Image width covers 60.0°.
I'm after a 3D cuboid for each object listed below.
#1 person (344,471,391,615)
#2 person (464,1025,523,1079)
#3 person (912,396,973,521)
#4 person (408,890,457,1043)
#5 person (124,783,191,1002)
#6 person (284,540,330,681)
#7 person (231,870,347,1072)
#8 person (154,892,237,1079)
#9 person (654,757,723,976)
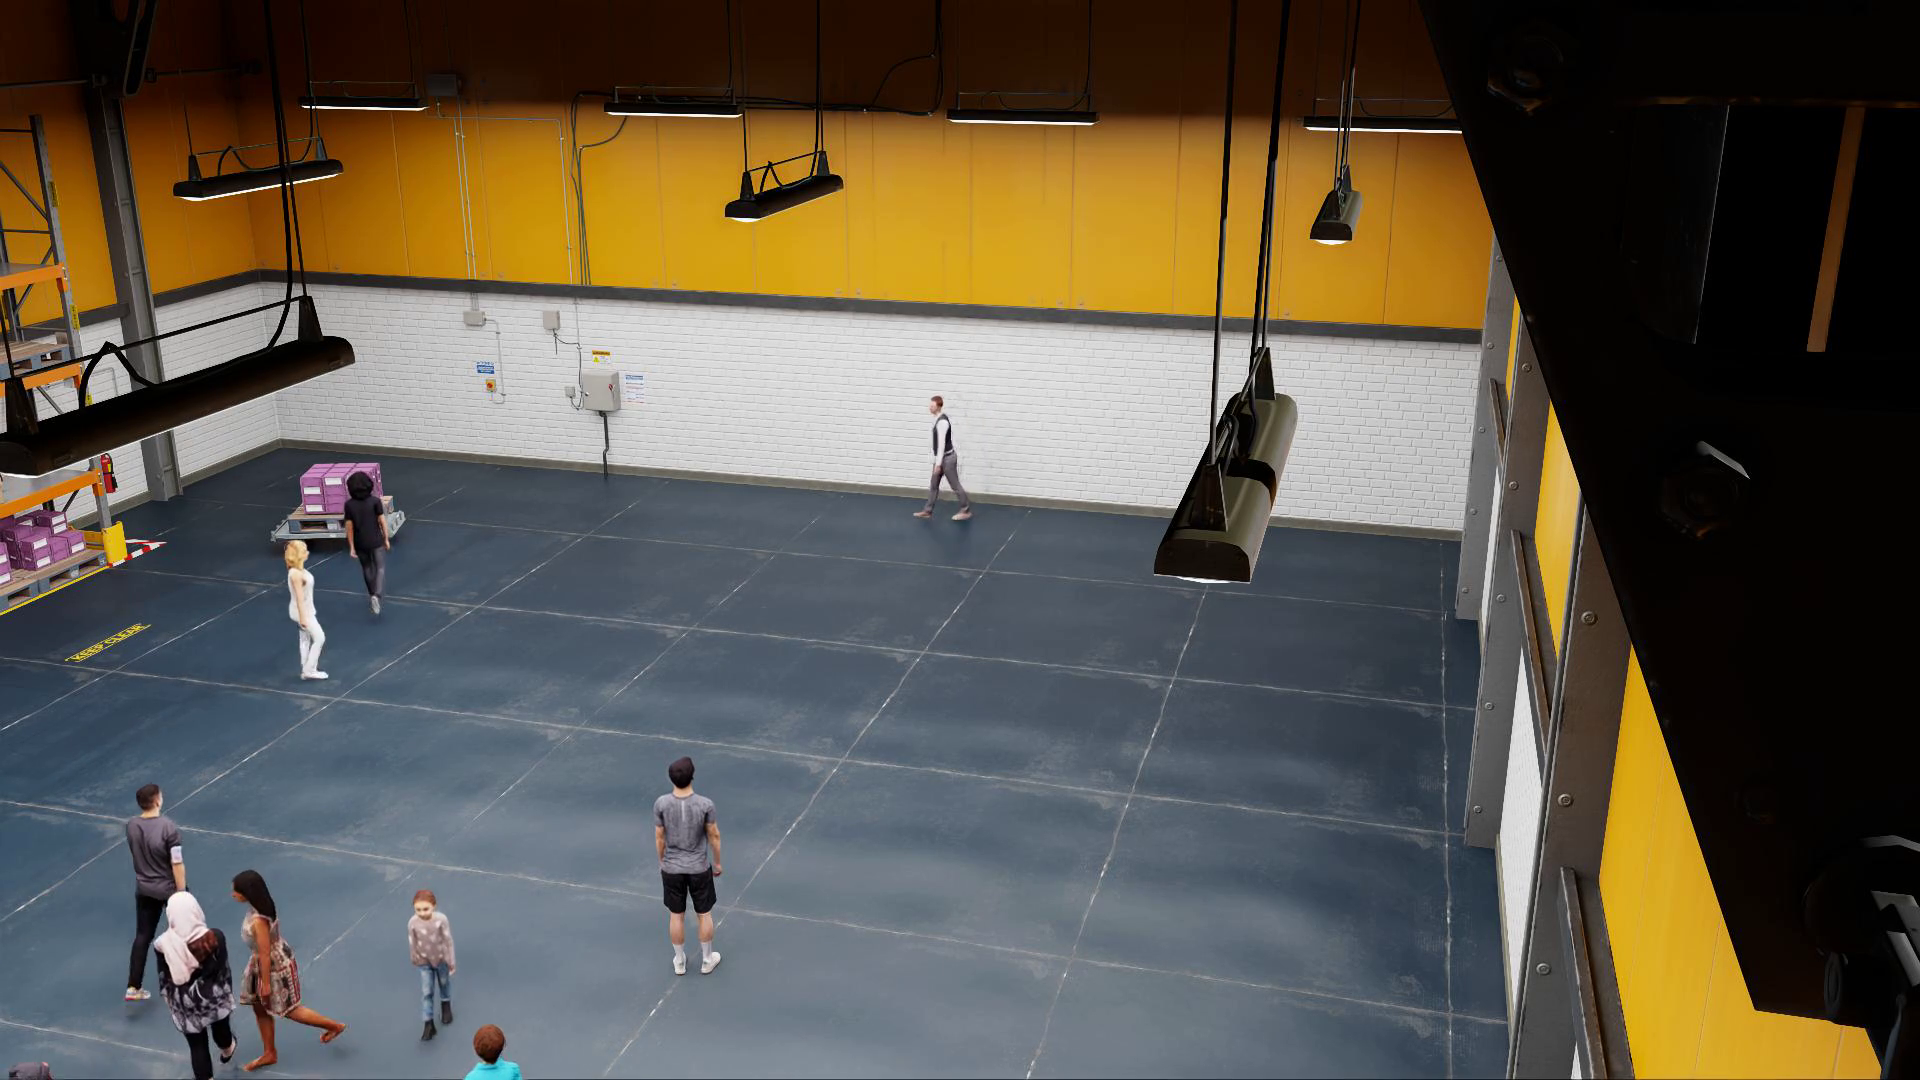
[{"bbox_3d":[-7.427,0.044,20.886,0.950,1.816,1.132,-5,19,-14],"label":"person"},{"bbox_3d":[-2.914,3.747,10.482,0.682,1.438,0.740,-9,21,-25],"label":"person"},{"bbox_3d":[-0.124,-1.202,24.455,1.095,1.899,1.180,-3,19,-8],"label":"person"},{"bbox_3d":[-3.993,3.152,12.663,0.661,1.174,0.795,-4,19,-11],"label":"person"},{"bbox_3d":[-6.288,2.767,12.937,0.740,1.729,1.199,3,19,7],"label":"person"},{"bbox_3d":[-7.514,0.816,18.837,0.787,1.661,0.709,-8,20,-23],"label":"person"},{"bbox_3d":[-4.921,3.107,12.099,1.034,1.619,0.977,-8,20,-22],"label":"person"},{"bbox_3d":[-5.344,3.253,11.678,0.960,1.611,1.064,-7,20,-21],"label":"person"},{"bbox_3d":[-2.176,2.590,13.238,0.714,1.871,0.644,0,19,-1],"label":"person"}]
